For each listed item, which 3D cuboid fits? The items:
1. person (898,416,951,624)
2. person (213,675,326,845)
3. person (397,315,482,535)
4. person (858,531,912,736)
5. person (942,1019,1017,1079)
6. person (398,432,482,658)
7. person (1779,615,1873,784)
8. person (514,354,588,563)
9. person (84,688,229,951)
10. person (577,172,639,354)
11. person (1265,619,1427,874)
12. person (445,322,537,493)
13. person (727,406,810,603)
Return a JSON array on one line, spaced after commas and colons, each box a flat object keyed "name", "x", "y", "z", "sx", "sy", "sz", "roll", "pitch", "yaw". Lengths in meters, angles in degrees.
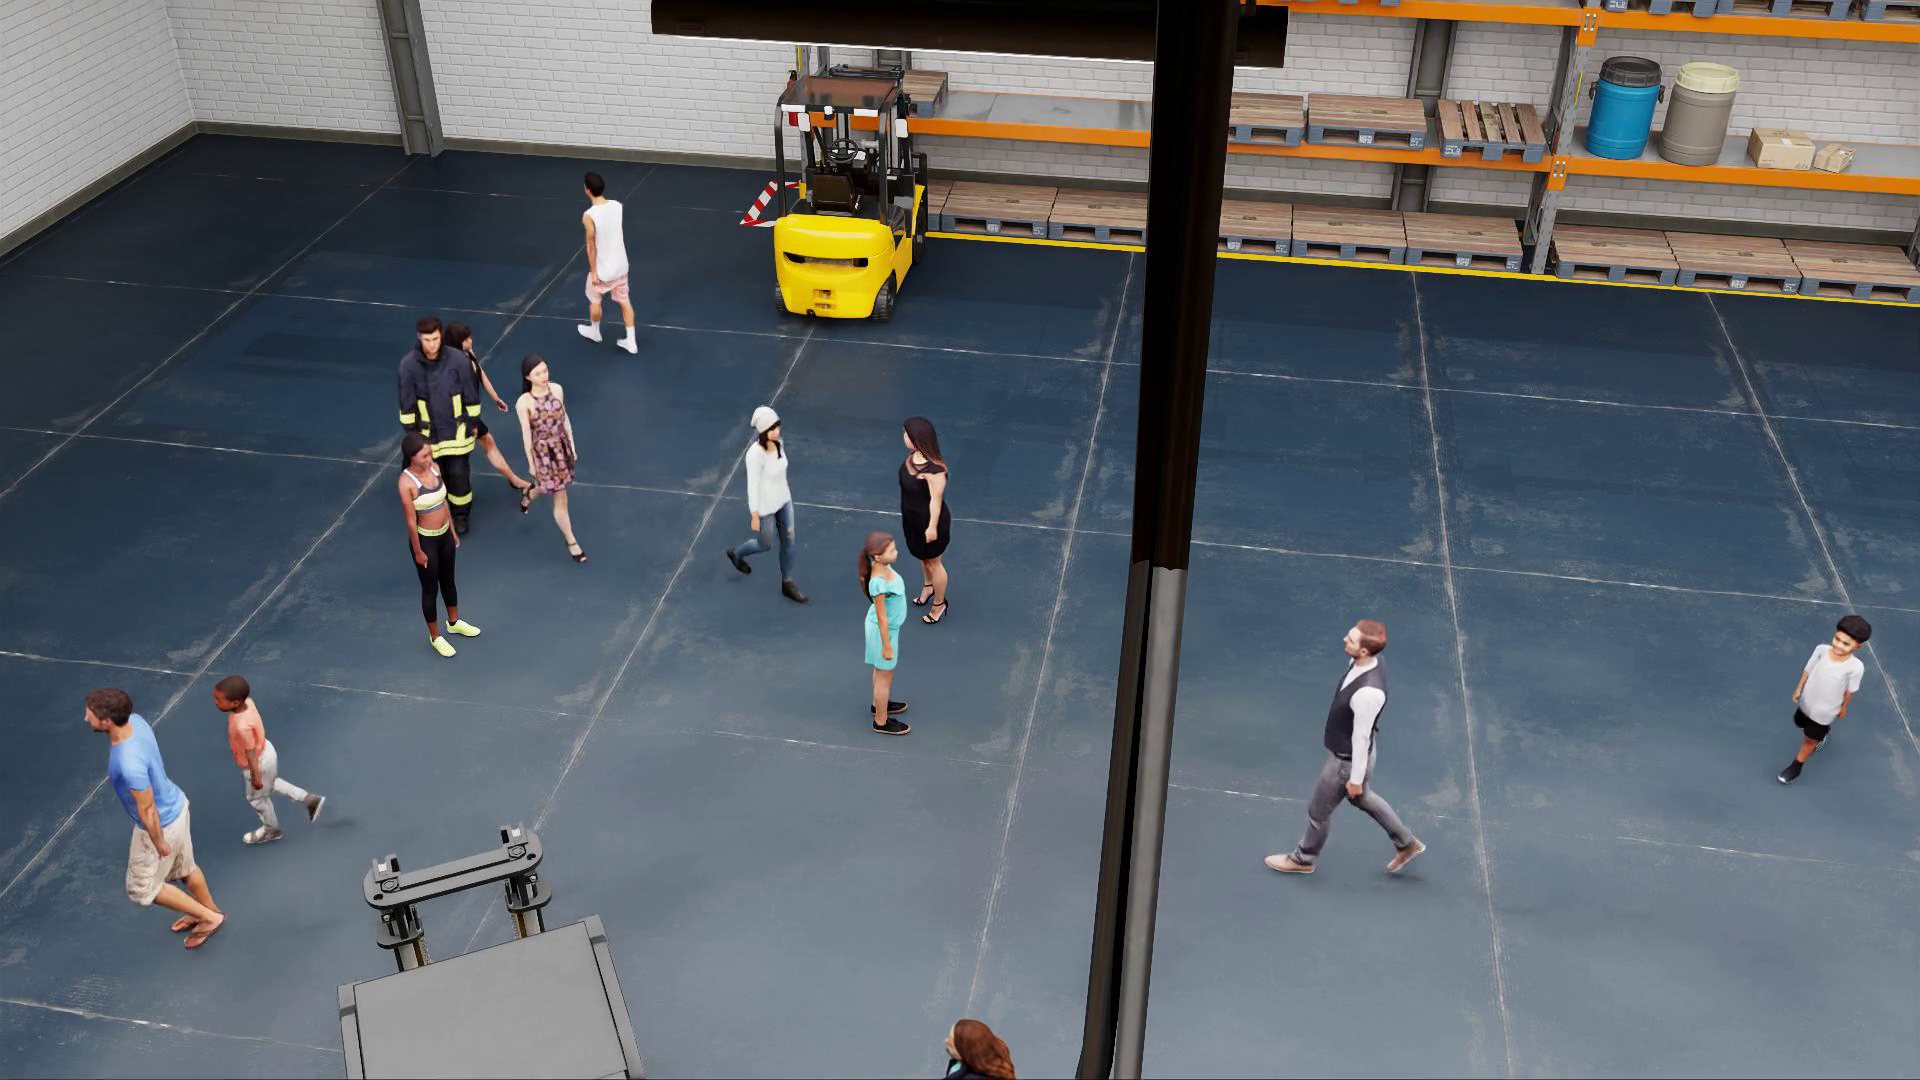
[{"name": "person", "x": -0.236, "y": -0.153, "z": 12.174, "sx": 0.749, "sy": 1.715, "sz": 0.750, "roll": -9, "pitch": 35, "yaw": -13}, {"name": "person", "x": -4.291, "y": 1.344, "z": 10.299, "sx": 0.827, "sy": 1.296, "sz": 0.674, "roll": -8, "pitch": 34, "yaw": -12}, {"name": "person", "x": -4.117, "y": -0.970, "z": 13.230, "sx": 0.976, "sy": 1.905, "sz": 1.044, "roll": -8, "pitch": 34, "yaw": -12}, {"name": "person", "x": -0.516, "y": 0.603, "z": 11.179, "sx": 0.598, "sy": 1.557, "sz": 0.593, "roll": -1, "pitch": 34, "yaw": -2}, {"name": "person", "x": 0.052, "y": 2.804, "z": 7.918, "sx": 0.576, "sy": 1.501, "sz": 0.570, "roll": 4, "pitch": 34, "yaw": 6}, {"name": "person", "x": -3.786, "y": 0.003, "z": 11.900, "sx": 0.602, "sy": 1.757, "sz": 0.613, "roll": 16, "pitch": 37, "yaw": 22}, {"name": "person", "x": 5.666, "y": 0.996, "z": 10.863, "sx": 0.834, "sy": 1.251, "sz": 0.778, "roll": -22, "pitch": 40, "yaw": -30}, {"name": "person", "x": -3.230, "y": -0.663, "z": 12.903, "sx": 1.135, "sy": 1.757, "sz": 0.938, "roll": 24, "pitch": 40, "yaw": 31}, {"name": "person", "x": -4.475, "y": 1.563, "z": 9.471, "sx": 0.810, "sy": 1.848, "sz": 0.763, "roll": -8, "pitch": 34, "yaw": -12}, {"name": "person", "x": -3.281, "y": -2.578, "z": 15.783, "sx": 1.081, "sy": 1.758, "sz": 0.950, "roll": 25, "pitch": 41, "yaw": 33}, {"name": "person", "x": 2.412, "y": 1.279, "z": 9.843, "sx": 1.168, "sy": 1.910, "sz": 0.671, "roll": 7, "pitch": 34, "yaw": 10}, {"name": "person", "x": -4.110, "y": -1.035, "z": 13.608, "sx": 1.090, "sy": 1.595, "sz": 0.610, "roll": 3, "pitch": 34, "yaw": 4}, {"name": "person", "x": -1.480, "y": -0.289, "z": 12.456, "sx": 1.046, "sy": 1.628, "sz": 0.814, "roll": 15, "pitch": 37, "yaw": 22}]
